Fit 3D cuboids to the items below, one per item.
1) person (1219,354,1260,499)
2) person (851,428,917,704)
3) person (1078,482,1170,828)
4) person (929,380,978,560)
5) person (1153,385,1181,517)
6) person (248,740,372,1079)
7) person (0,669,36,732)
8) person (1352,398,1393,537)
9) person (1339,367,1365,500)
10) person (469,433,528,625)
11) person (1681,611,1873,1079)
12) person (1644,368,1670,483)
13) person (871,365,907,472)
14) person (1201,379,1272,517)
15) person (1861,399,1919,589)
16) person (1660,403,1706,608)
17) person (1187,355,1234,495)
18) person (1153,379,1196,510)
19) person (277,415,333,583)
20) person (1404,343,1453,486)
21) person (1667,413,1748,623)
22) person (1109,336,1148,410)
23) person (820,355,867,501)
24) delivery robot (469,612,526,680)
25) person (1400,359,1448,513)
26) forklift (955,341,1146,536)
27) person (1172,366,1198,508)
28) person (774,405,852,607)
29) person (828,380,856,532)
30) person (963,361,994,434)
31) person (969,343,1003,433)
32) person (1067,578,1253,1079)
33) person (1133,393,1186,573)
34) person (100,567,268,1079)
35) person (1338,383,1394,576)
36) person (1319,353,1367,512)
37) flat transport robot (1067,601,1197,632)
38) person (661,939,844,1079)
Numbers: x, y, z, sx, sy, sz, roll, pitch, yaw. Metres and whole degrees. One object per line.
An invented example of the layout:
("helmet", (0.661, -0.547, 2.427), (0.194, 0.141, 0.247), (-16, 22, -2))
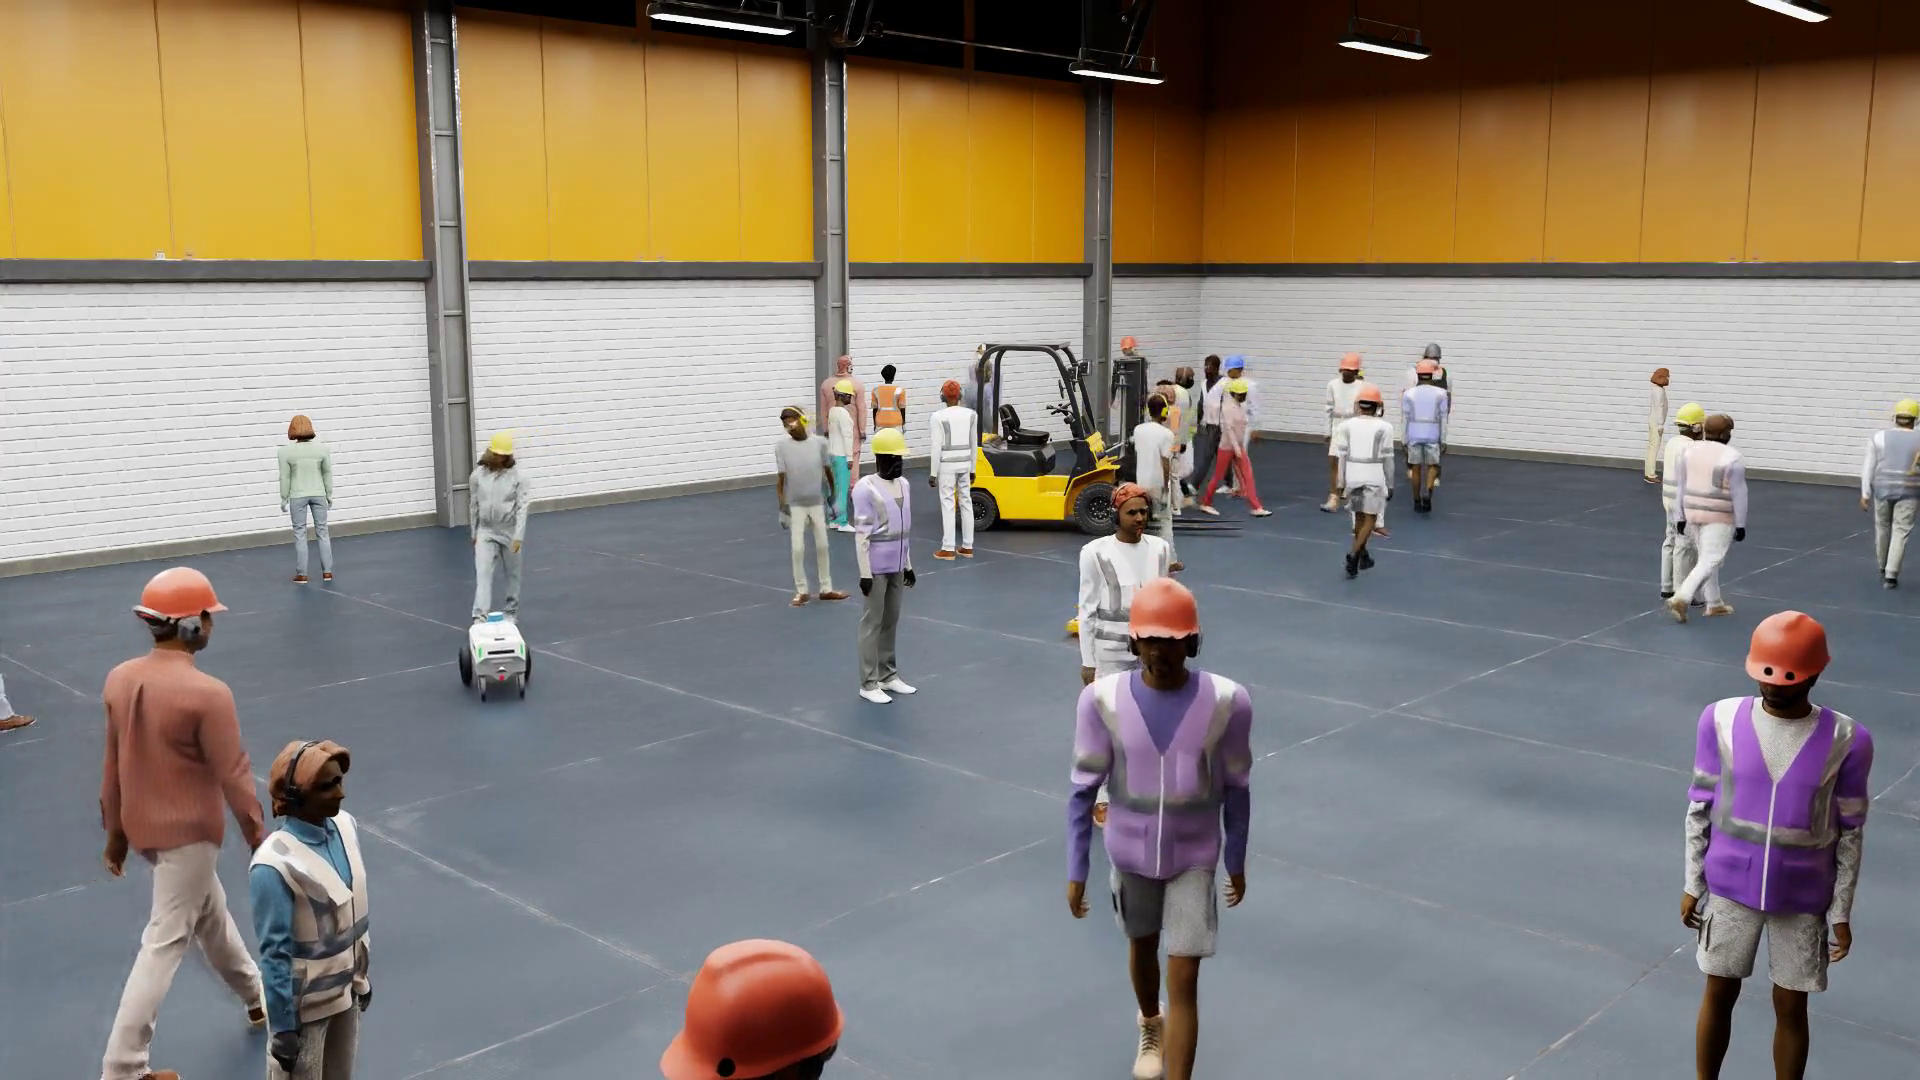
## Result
("person", (3.641, -1.473, 21.793), (0.452, 1.926, 0.649), (-5, 11, -30))
("person", (-0.516, 0.171, 11.722), (0.373, 1.928, 0.584), (6, 11, 32))
("person", (0.909, 0.623, 9.089), (0.583, 1.882, 0.350), (-5, 11, -29))
("person", (-0.071, -0.726, 17.380), (0.575, 1.875, 0.356), (-6, 11, -34))
("person", (2.530, -1.080, 20.300), (0.312, 1.632, 0.514), (7, 12, 37))
("person", (-1.952, 1.403, 5.053), (0.310, 1.638, 0.523), (1, 9, 6))
("person", (-6.440, 0.417, 10.558), (0.521, 1.824, 0.974), (3, 10, 19))
("person", (4.651, -0.815, 18.720), (0.512, 1.616, 0.560), (-6, 11, -32))
("person", (5.184, -1.393, 21.833), (0.524, 1.760, 0.327), (3, 10, 18))
("person", (-3.808, -0.036, 13.694), (0.496, 1.687, 0.915), (-1, 9, -4))
("person", (2.701, 1.176, 5.560), (0.542, 1.928, 0.374), (5, 11, 30))
("person", (9.923, -1.626, 23.637), (0.279, 1.634, 0.499), (2, 10, 15))
("person", (-1.003, -1.630, 23.499), (0.530, 1.689, 0.319), (3, 10, 19))
("person", (3.365, -1.127, 20.383), (0.507, 1.705, 0.908), (-9, 13, -44))
("person", (9.054, -0.456, 15.994), (0.626, 1.782, 0.917), (7, 12, 36))
("person", (6.547, -0.315, 14.987), (0.404, 1.835, 0.587), (0, 9, 2))
("person", (3.318, -1.533, 22.323), (0.972, 1.867, 0.622), (-4, 10, -22))
("person", (2.649, -1.209, 21.036), (0.855, 1.658, 0.530), (5, 11, 30))
("person", (-6.326, -0.398, 16.109), (0.497, 1.635, 0.286), (-6, 11, -34))
("person", (6.613, -1.814, 23.545), (0.686, 2.000, 0.894), (1, 9, 5))
("person", (6.428, -0.189, 14.302), (0.878, 1.812, 0.635), (-5, 10, -26))
("person", (2.659, -2.244, 26.382), (0.428, 1.980, 0.635), (-9, 13, -44))
("person", (-1.501, -1.460, 21.790), (0.642, 1.909, 0.399), (4, 10, 23))
("delivery robot", (-3.340, 0.765, 11.994), (0.477, 0.478, 0.707), (-3, 10, -20))
("person", (5.743, -1.276, 20.601), (0.573, 1.926, 0.452), (2, 10, 14))
("forklift", (0.977, -1.223, 19.452), (2.313, 2.155, 1.214), (2, 9, 11))
("person", (2.720, -1.282, 20.972), (0.557, 1.823, 0.633), (-2, 9, -9))
("person", (-1.313, -0.308, 14.969), (0.698, 1.828, 0.413), (-3, 10, -17))
("person", (-1.353, -0.968, 19.223), (0.320, 1.763, 0.522), (-4, 10, -25))
("person", (0.307, -1.265, 20.581), (0.813, 1.904, 0.628), (-2, 9, -9))
("person", (0.349, -1.941, 24.638), (0.631, 1.940, 0.372), (9, 13, 43))
("person", (0.692, 1.104, 5.840), (0.631, 1.981, 1.063), (2, 9, 12))
("person", (1.872, -0.524, 16.363), (0.537, 1.817, 0.971), (8, 12, 40))
("person", (-2.878, 1.063, 6.229), (0.657, 1.934, 1.056), (5, 11, 29))
("person", (4.010, -0.600, 16.532), (0.553, 1.908, 0.881), (6, 11, 31))
("person", (4.789, -1.321, 20.664), (0.628, 1.993, 0.932), (7, 11, 36))
("flat transport robot", (1.494, 0.585, 14.250), (0.652, 0.197, 1.431), (5, 10, 26))
("person", (-0.310, 1.607, 2.907), (0.375, 1.931, 0.542), (-8, 12, -39))
